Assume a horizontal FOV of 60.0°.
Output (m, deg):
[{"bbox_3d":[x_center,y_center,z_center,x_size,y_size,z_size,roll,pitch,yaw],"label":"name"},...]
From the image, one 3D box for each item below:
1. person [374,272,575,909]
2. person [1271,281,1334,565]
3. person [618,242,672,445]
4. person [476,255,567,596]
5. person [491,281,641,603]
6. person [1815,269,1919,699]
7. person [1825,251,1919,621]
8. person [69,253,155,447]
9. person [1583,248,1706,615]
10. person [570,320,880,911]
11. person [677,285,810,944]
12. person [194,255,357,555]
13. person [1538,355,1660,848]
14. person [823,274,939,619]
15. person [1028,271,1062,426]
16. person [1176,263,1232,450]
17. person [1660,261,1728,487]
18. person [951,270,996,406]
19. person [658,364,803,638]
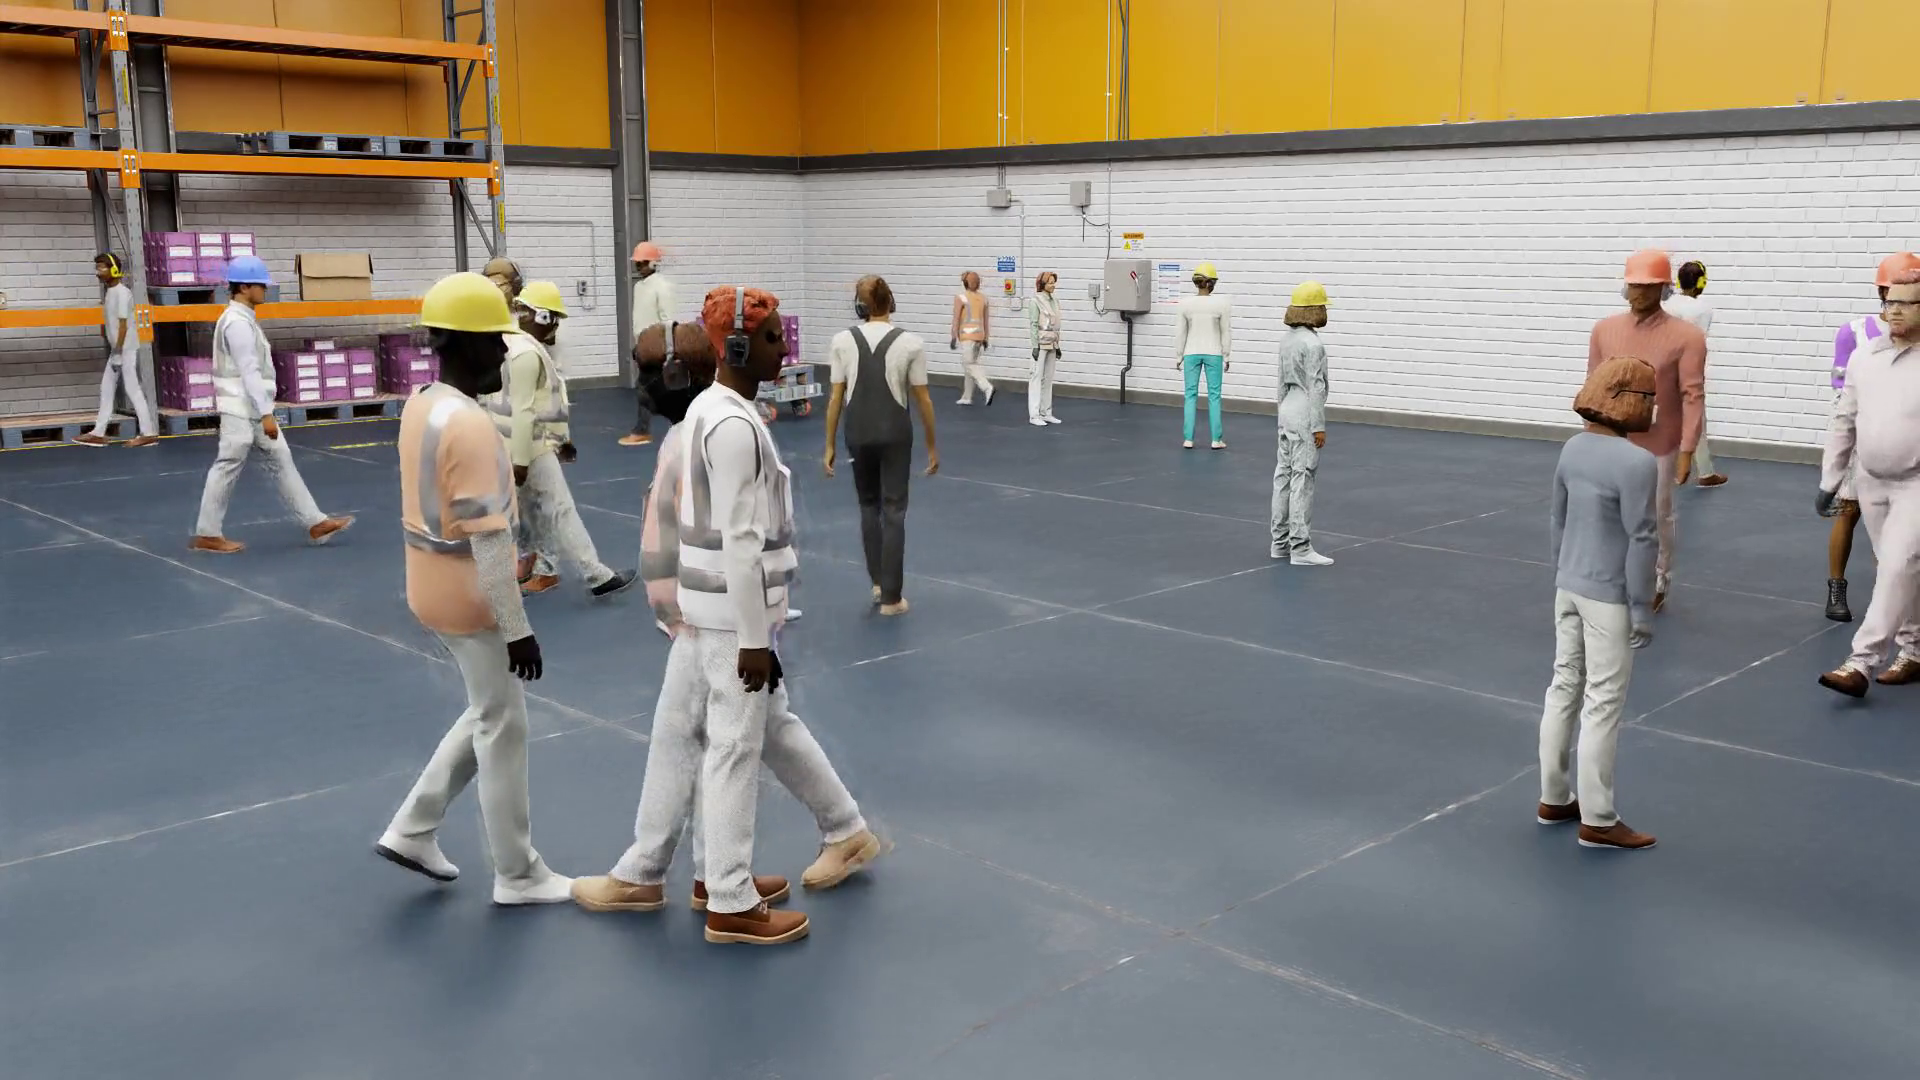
[{"bbox_3d":[-1.418,0.176,4.915,0.542,1.916,0.606,-5,12,-26],"label":"person"},{"bbox_3d":[2.130,-0.722,10.290,0.296,1.744,0.484,-3,11,-16],"label":"person"},{"bbox_3d":[-2.953,-1.928,16.272,0.894,1.968,0.626,-8,13,-36],"label":"person"},{"bbox_3d":[-2.484,-0.628,9.317,0.692,1.913,0.441,5,11,24],"label":"person"},{"bbox_3d":[-2.264,-0.519,9.094,0.892,1.768,0.585,-4,11,-23],"label":"person"},{"bbox_3d":[4.052,-0.239,7.300,0.943,1.865,0.678,-4,11,-22],"label":"person"},{"bbox_3d":[4.836,-0.527,8.701,0.545,1.938,0.359,1,10,8],"label":"person"},{"bbox_3d":[-8.070,-1.772,15.739,0.769,1.841,0.561,-9,14,-41],"label":"person"},{"bbox_3d":[3.504,-0.516,8.596,0.645,1.944,1.007,9,13,39],"label":"person"},{"bbox_3d":[-0.683,0.230,5.017,0.951,1.787,0.674,-2,11,-9],"label":"person"},{"bbox_3d":[-0.643,0.214,4.806,0.337,1.882,0.583,-3,11,-15],"label":"person"},{"bbox_3d":[-4.437,-0.847,10.556,1.005,1.889,0.647,-3,11,-17],"label":"person"},{"bbox_3d":[2.148,0.202,5.559,0.286,1.632,0.501,-2,11,-11],"label":"person"},{"bbox_3d":[-0.410,-0.505,8.928,0.600,1.809,0.656,2,11,9],"label":"person"},{"bbox_3d":[0.907,-2.046,17.794,0.309,1.641,0.513,7,13,34],"label":"person"},{"bbox_3d":[2.305,-1.734,15.763,0.524,1.764,0.329,3,11,17],"label":"person"},{"bbox_3d":[5.778,-1.300,13.241,0.895,1.824,0.554,-6,12,-29],"label":"person"},{"bbox_3d":[0.181,-2.370,19.632,0.707,1.614,0.515,10,14,44],"label":"person"},{"bbox_3d":[-1.189,-0.313,8.422,0.625,1.598,0.601,5,12,26],"label":"person"}]
